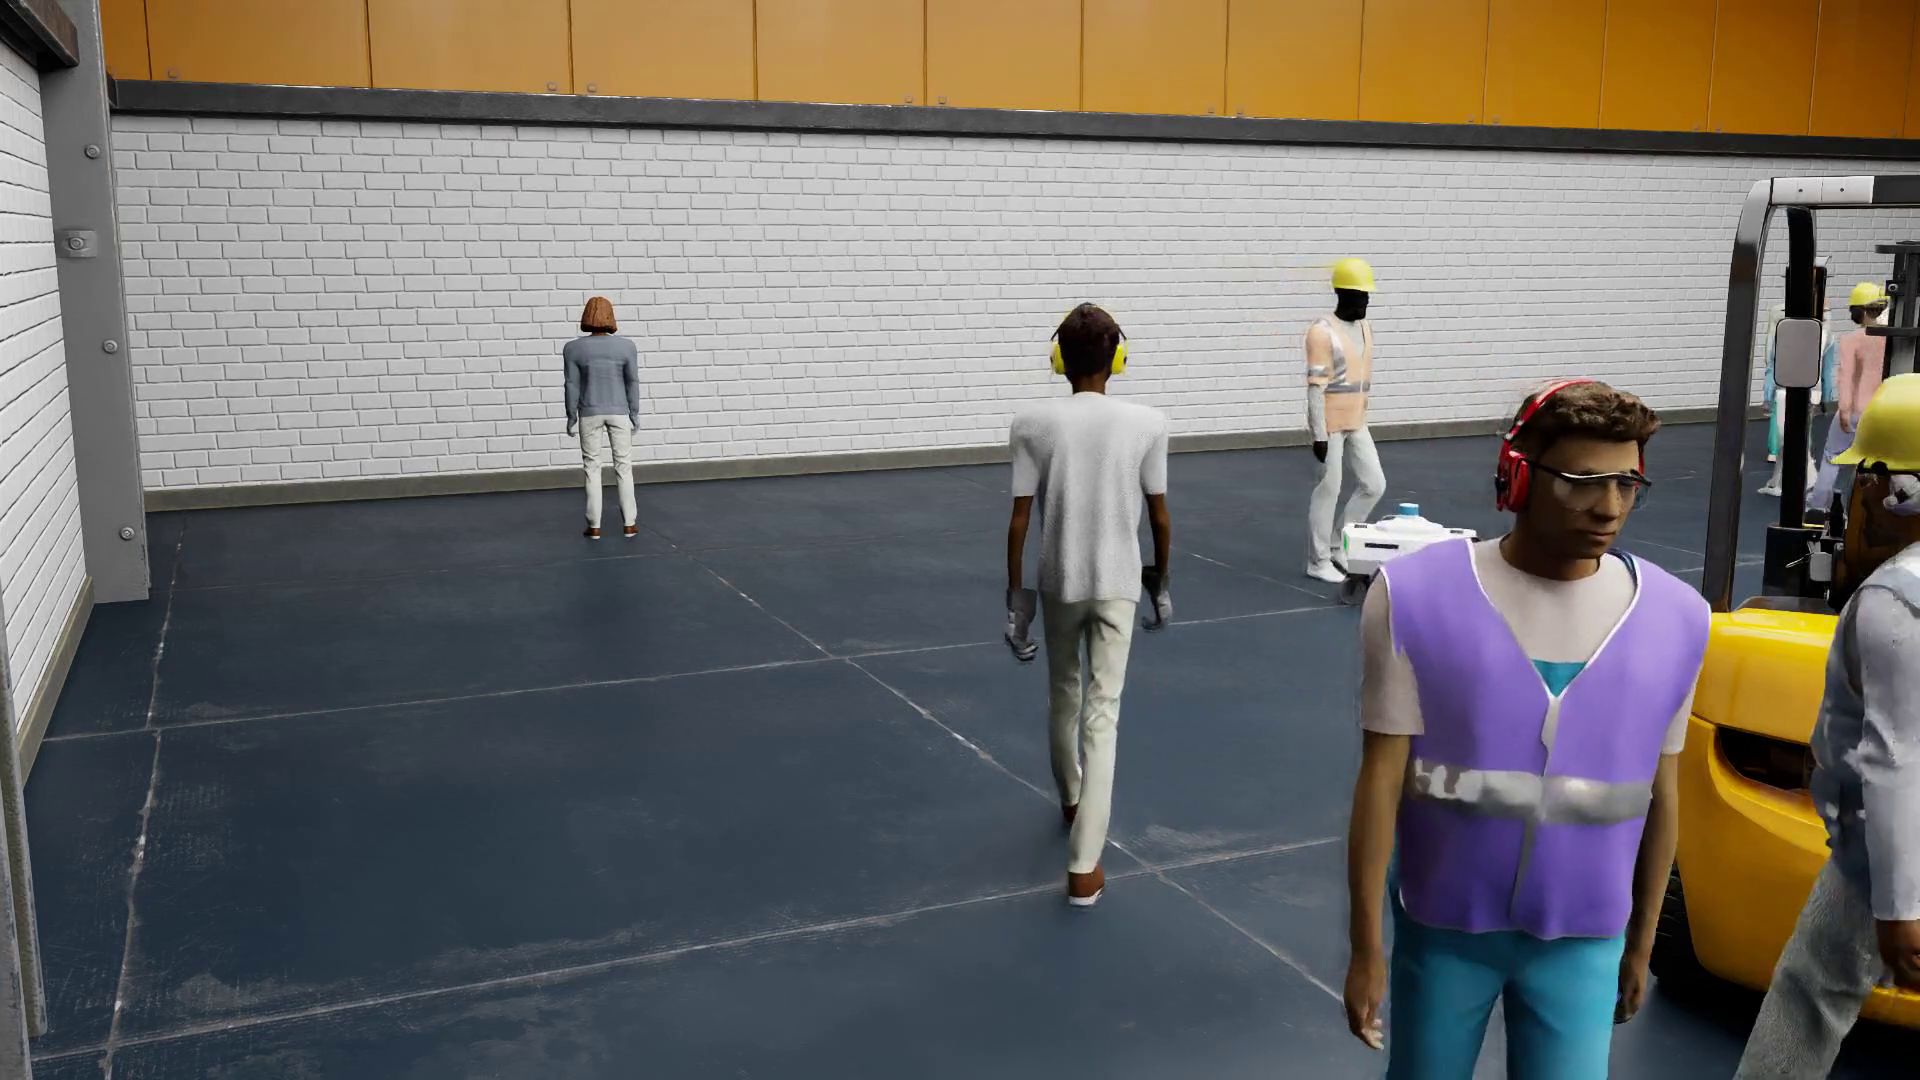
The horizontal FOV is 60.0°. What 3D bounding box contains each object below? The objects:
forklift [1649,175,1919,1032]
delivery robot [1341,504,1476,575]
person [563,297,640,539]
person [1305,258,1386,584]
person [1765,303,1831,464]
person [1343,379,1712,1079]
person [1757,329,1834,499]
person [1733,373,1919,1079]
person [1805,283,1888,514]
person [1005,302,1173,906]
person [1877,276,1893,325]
[{"bbox_3d":[2.810,0.094,4.662,1.214,2.155,2.313,7,12,34],"label":"forklift"},{"bbox_3d":[2.477,0.042,9.207,0.707,0.478,0.477,4,11,20],"label":"delivery robot"},{"bbox_3d":[-2.415,-0.822,11.250,0.500,1.634,0.286,-3,11,-15],"label":"person"},{"bbox_3d":[2.247,-0.681,9.708,0.623,1.905,0.474,-9,14,-42],"label":"person"},{"bbox_3d":[7.504,-1.553,14.919,0.533,1.767,0.326,8,13,38],"label":"person"},{"bbox_3d":[0.909,0.622,2.808,0.581,1.812,0.795,0,10,3],"label":"person"},{"bbox_3d":[6.428,-1.075,12.722,0.522,1.604,0.816,-2,11,-13],"label":"person"},{"bbox_3d":[1.895,0.574,3.199,0.597,1.780,0.967,-6,12,-30],"label":"person"},{"bbox_3d":[6.281,-0.921,11.577,0.528,1.719,0.922,-2,10,-10],"label":"person"},{"bbox_3d":[0.420,0.164,5.322,0.506,1.819,0.975,2,11,12],"label":"person"},{"bbox_3d":[7.720,-1.322,13.586,0.608,1.789,0.490,3,11,18],"label":"person"}]
